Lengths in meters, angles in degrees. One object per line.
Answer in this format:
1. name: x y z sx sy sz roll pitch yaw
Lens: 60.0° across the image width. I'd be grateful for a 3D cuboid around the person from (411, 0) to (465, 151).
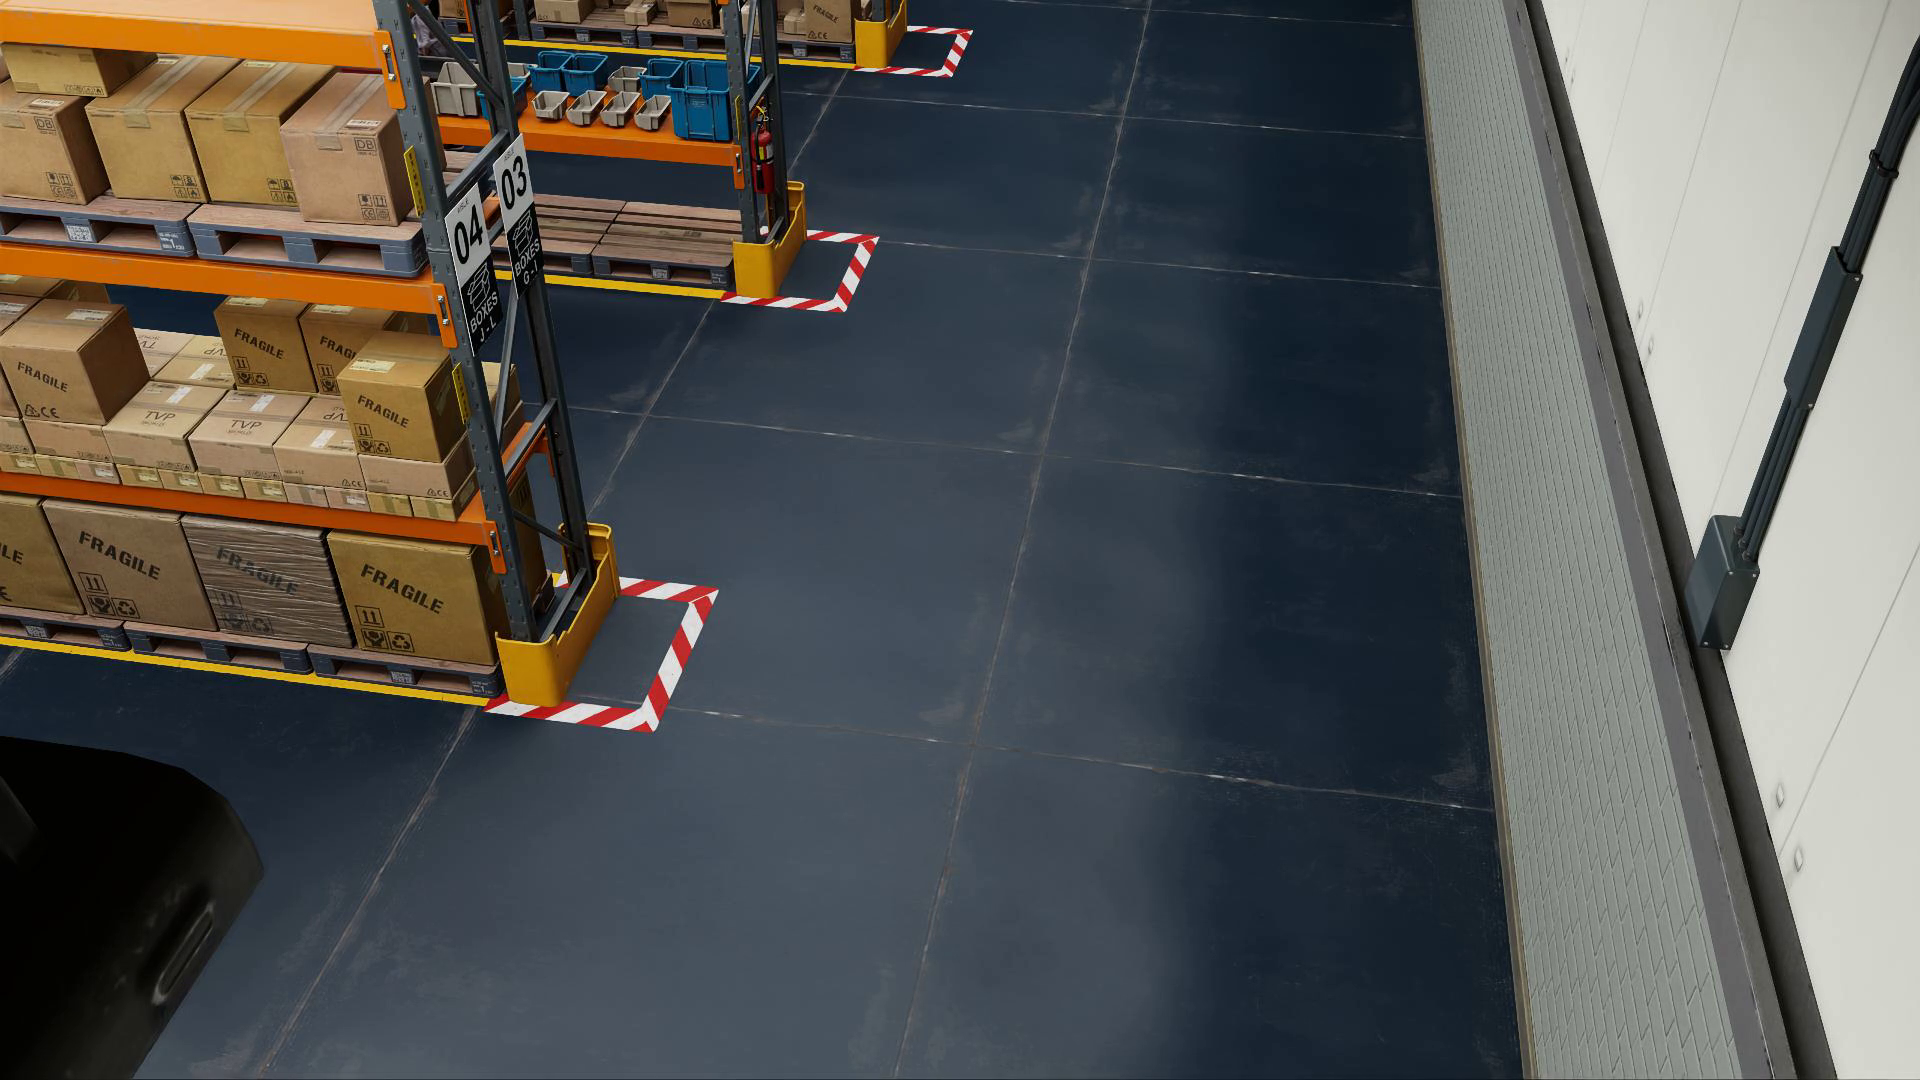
1. person: -4.921 -4.526 15.653 0.536 1.733 0.615 4 38 5
